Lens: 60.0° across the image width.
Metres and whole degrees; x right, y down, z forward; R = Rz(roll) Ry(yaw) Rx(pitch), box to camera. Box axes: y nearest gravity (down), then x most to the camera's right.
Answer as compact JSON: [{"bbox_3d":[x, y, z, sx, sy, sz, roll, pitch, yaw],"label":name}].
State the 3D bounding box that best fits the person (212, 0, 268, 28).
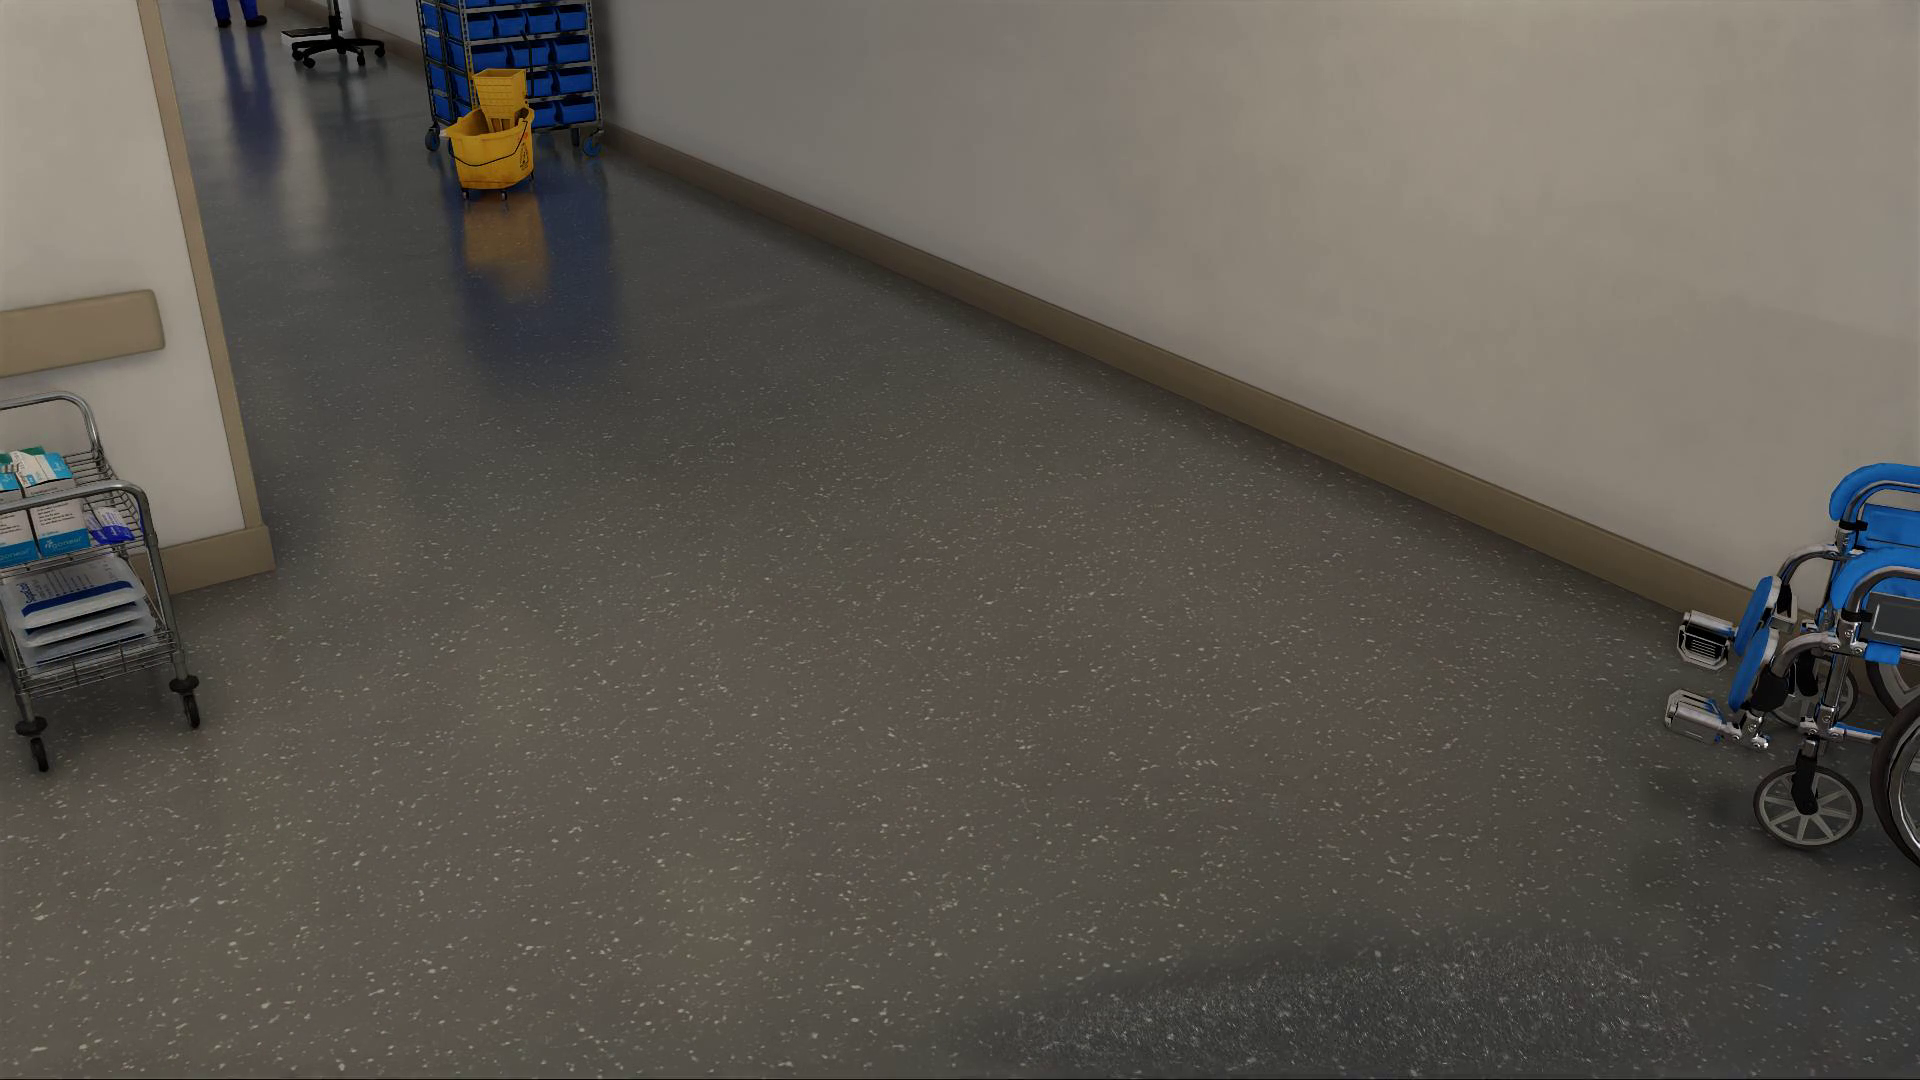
[{"bbox_3d":[-6.948,-5.772,15.603,0.706,1.826,0.853,-2,26,-4],"label":"person"}]
